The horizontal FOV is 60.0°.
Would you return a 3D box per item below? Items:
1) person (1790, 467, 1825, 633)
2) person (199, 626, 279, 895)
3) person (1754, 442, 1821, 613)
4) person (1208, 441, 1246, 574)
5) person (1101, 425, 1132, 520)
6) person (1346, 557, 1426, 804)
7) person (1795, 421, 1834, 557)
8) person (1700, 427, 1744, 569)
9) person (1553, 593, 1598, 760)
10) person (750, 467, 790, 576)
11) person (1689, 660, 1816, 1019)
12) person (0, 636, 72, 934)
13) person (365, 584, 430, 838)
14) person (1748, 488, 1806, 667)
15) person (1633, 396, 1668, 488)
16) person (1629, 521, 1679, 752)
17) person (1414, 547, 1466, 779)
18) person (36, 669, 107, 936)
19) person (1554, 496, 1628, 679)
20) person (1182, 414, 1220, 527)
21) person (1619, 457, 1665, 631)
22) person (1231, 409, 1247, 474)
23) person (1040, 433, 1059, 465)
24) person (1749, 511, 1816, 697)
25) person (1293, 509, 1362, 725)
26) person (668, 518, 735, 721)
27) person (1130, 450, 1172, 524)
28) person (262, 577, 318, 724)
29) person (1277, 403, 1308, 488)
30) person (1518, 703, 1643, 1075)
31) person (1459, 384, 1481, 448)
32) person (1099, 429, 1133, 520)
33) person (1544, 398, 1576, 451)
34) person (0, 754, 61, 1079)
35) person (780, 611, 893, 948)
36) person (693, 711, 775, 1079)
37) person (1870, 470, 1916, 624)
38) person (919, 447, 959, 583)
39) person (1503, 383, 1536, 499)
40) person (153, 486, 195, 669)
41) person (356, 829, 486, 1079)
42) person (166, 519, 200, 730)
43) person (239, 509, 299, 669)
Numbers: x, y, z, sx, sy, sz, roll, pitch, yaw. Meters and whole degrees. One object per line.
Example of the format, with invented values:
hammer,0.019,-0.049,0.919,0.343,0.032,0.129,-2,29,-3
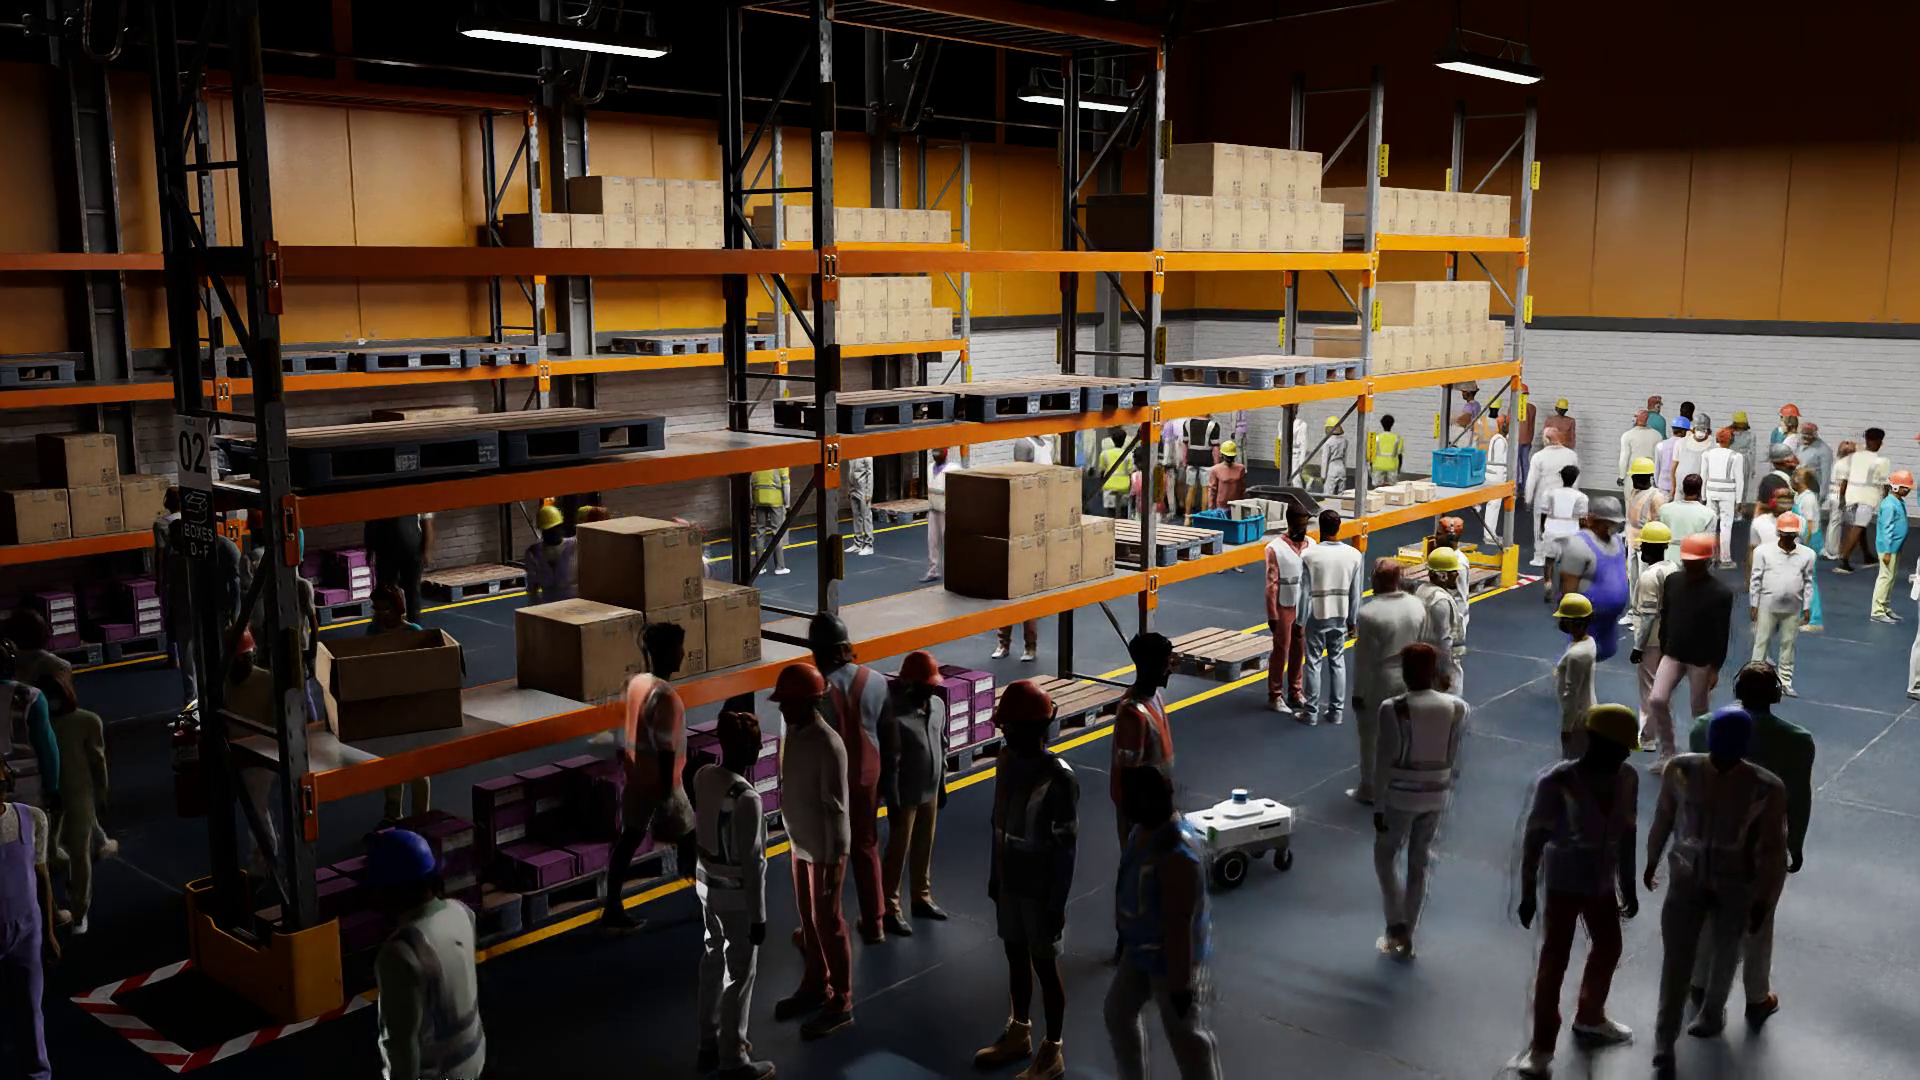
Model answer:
person,9.331,0.099,18.395,0.529,1.800,0.553,3,10,17
person,-4.665,1.412,10.776,0.563,1.721,0.753,2,10,13
person,9.563,-0.163,19.259,0.722,2.000,0.686,0,10,1
person,3.493,-0.429,21.711,0.528,1.752,0.339,-3,10,-17
person,2.406,-1.031,25.389,0.509,1.720,0.758,-2,10,-9
person,3.173,1.071,12.350,0.651,1.888,0.562,-5,11,-30
person,11.753,-0.706,22.985,0.470,1.885,0.692,-2,10,-14
person,10.120,-0.560,22.098,0.355,1.885,0.574,-7,12,-37
person,4.315,1.241,11.727,0.338,1.757,0.518,6,11,30
person,-2.478,-0.495,21.576,0.587,1.928,0.363,2,10,12
person,4.269,1.608,9.062,0.641,1.926,0.396,9,13,43
person,-5.720,1.486,10.007,0.625,1.844,0.429,-1,10,-4
person,-3.938,1.206,11.691,0.563,1.838,0.390,5,11,27
person,8.209,0.363,16.767,0.623,1.824,0.468,-1,10,-7
person,11.220,-1.391,26.989,0.405,1.906,0.653,-4,10,-22
person,5.742,0.801,13.840,0.366,1.927,0.588,8,12,39
person,3.785,0.961,13.168,0.403,1.834,0.587,0,10,-2
person,-5.493,1.565,10.202,0.505,1.617,0.590,-3,10,-18
person,5.662,0.562,14.929,0.727,2.000,0.639,-7,12,-35
person,3.698,-1.186,25.424,0.613,2.028,0.409,6,11,31
person,7.516,0.043,18.368,0.364,1.923,0.595,-1,10,-8
person,5.332,-2.058,31.802,0.318,1.630,0.513,6,11,33
person,1.424,-1.422,27.391,0.394,1.836,0.561,-9,13,-41
person,7.681,0.599,15.562,0.560,1.752,0.324,2,10,10
person,3.230,0.683,14.620,0.598,1.907,0.409,-3,10,-17
person,-2.305,0.729,14.458,0.552,1.905,0.960,8,12,40
person,2.428,-0.334,21.418,0.601,1.647,0.745,8,13,41
person,-5.374,0.917,13.323,0.532,1.868,0.310,3,10,19
person,5.252,-1.274,26.381,0.351,1.880,0.576,-7,12,-37
person,3.156,1.738,8.387,0.858,1.891,0.432,-4,10,-21
person,8.693,-1.711,28.495,0.377,2.044,0.608,5,11,29
person,2.256,-0.755,23.872,0.539,1.674,0.666,2,10,9
person,10.197,-1.535,28.286,0.525,1.762,0.340,0,10,2
person,-4.457,1.866,7.726,0.345,1.846,0.507,8,13,41
person,-0.762,1.404,9.900,0.694,2.000,0.535,-5,11,-27
person,-1.128,1.765,8.255,0.343,1.878,0.579,-7,12,-35
person,10.528,0.071,18.760,0.349,1.740,0.575,7,12,38
person,-0.183,-0.378,21.192,0.718,1.824,0.575,-8,12,-39
person,9.595,-1.696,28.548,0.608,1.995,0.377,-5,11,-27
person,-7.810,0.372,16.686,0.348,1.836,0.517,8,12,40
person,-2.070,2.041,6.437,0.455,1.924,0.647,2,10,10
person,-6.688,0.732,14.436,0.533,1.866,0.315,4,10,21
person,-6.051,0.680,14.568,0.385,1.929,0.543,7,12,37
